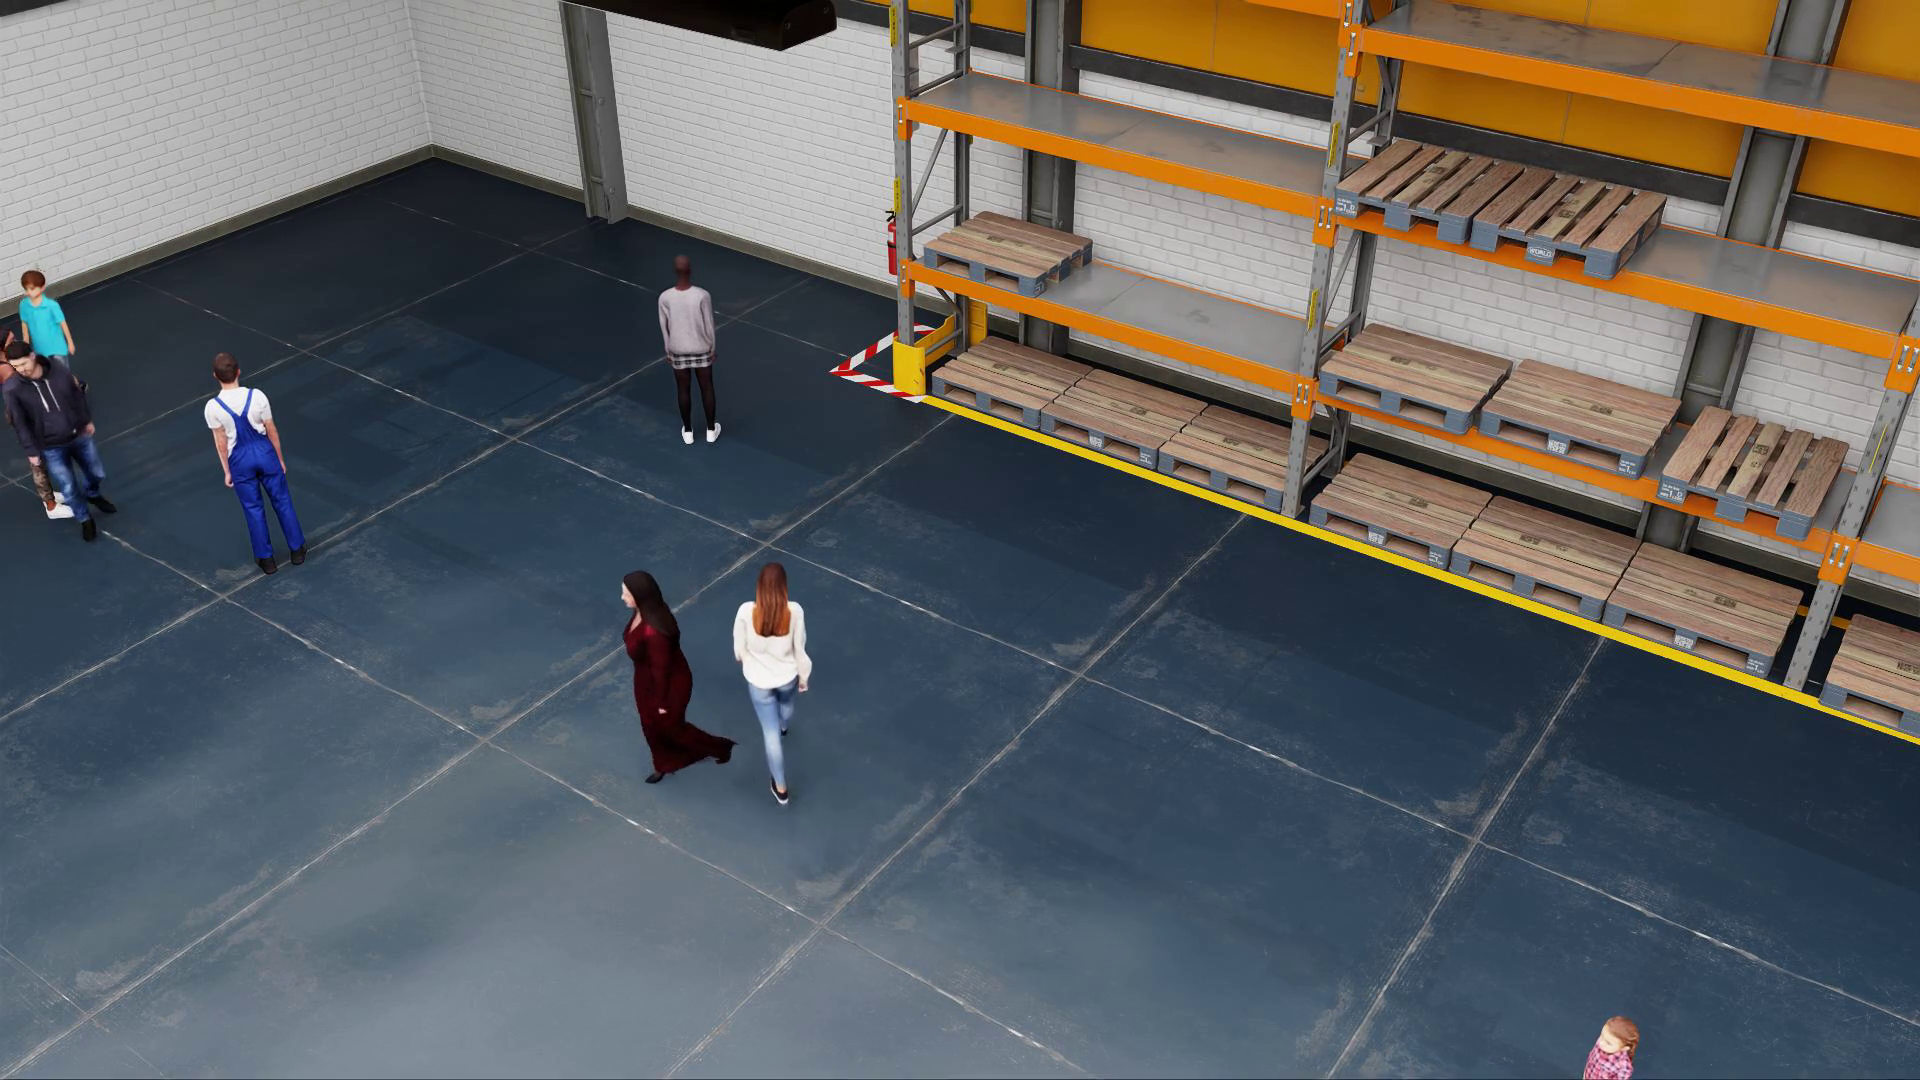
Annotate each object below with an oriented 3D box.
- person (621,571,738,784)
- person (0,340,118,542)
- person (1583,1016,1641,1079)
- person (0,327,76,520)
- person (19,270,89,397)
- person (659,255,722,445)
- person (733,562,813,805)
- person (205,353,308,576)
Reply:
[{"bbox_3d":[-1.830,0.909,10.718,0.964,1.732,0.955,-10,35,-15],"label":"person"},{"bbox_3d":[-7.146,-0.827,13.223,0.932,1.849,0.830,23,40,30],"label":"person"},{"bbox_3d":[3.297,2.812,8.496,0.557,1.021,0.491,-9,35,-14],"label":"person"},{"bbox_3d":[-7.613,-0.973,13.578,0.717,1.700,0.611,-16,37,-23],"label":"person"},{"bbox_3d":[-8.202,-1.788,15.056,0.970,1.422,0.880,3,34,4],"label":"person"},{"bbox_3d":[-2.359,-1.664,14.551,0.679,1.774,0.755,-3,34,-4],"label":"person"},{"bbox_3d":[-1.193,0.958,10.735,1.114,1.632,1.182,-7,34,-10],"label":"person"},{"bbox_3d":[-5.474,-0.593,12.872,0.719,1.849,0.731,-16,37,-23],"label":"person"}]
